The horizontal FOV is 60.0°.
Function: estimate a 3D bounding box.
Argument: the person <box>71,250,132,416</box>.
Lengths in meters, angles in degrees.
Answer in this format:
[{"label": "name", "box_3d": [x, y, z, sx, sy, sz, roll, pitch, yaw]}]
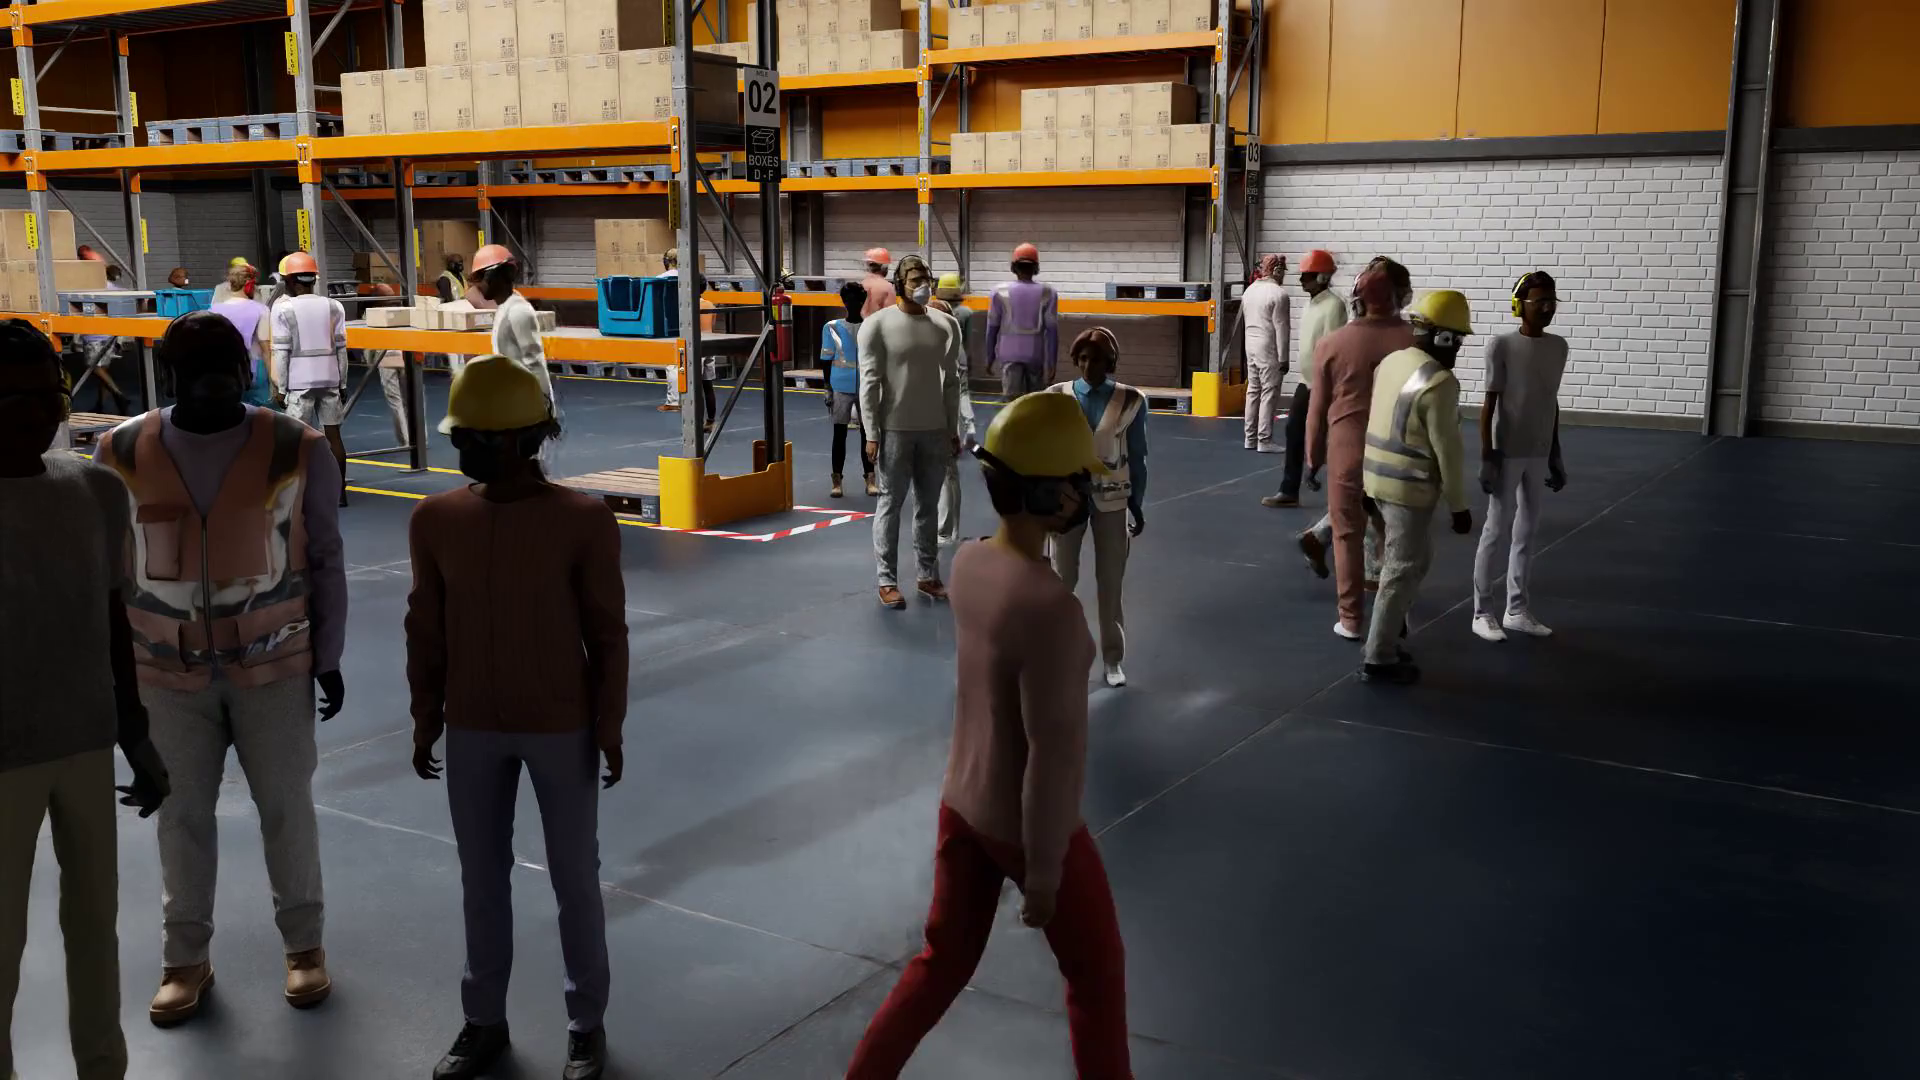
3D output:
[{"label": "person", "box_3d": [-9.686, -2.310, 18.792, 0.849, 1.913, 0.544, 5, 11, 27]}]

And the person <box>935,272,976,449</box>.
[{"label": "person", "box_3d": [-0.073, -1.750, 16.236, 0.490, 1.716, 0.805, -4, 11, -20]}]

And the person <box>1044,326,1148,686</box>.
[{"label": "person", "box_3d": [0.593, -0.147, 7.562, 0.513, 1.639, 0.311, 1, 10, 4]}]

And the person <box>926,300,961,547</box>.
[{"label": "person", "box_3d": [-0.142, -0.766, 11.002, 0.282, 1.633, 0.498, 3, 11, 14]}]

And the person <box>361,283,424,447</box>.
[{"label": "person", "box_3d": [-5.470, -1.667, 16.061, 0.539, 1.605, 0.524, -5, 12, -27]}]

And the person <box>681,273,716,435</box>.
[{"label": "person", "box_3d": [-2.721, -1.927, 17.252, 0.315, 1.700, 0.540, 4, 11, 23]}]

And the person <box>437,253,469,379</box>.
[{"label": "person", "box_3d": [-7.309, -3.247, 24.221, 0.493, 1.829, 0.636, 3, 11, 15]}]

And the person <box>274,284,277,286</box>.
[{"label": "person", "box_3d": [-8.037, -2.504, 20.147, 0.605, 1.824, 0.605, -10, 14, -44]}]

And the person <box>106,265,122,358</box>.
[{"label": "person", "box_3d": [-14.638, -3.935, 28.665, 0.409, 1.596, 0.629, -8, 13, -39]}]

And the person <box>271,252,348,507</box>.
[{"label": "person", "box_3d": [-4.871, -1.184, 12.485, 0.544, 1.936, 0.359, -9, 13, -40]}]

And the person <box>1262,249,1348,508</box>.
[{"label": "person", "box_3d": [2.803, -1.208, 12.556, 0.934, 1.963, 0.610, -3, 11, -17]}]

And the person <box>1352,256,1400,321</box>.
[{"label": "person", "box_3d": [3.994, -1.780, 15.964, 0.521, 1.874, 0.328, 6, 12, 31]}]

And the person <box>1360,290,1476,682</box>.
[{"label": "person", "box_3d": [2.060, -0.225, 7.540, 0.487, 1.802, 0.613, -2, 10, -9]}]

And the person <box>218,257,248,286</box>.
[{"label": "person", "box_3d": [-9.386, -2.770, 21.633, 0.681, 1.814, 0.597, 7, 12, 33]}]

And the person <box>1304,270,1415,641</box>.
[{"label": "person", "box_3d": [2.063, -0.407, 8.350, 0.645, 1.881, 0.459, 0, 10, 2]}]

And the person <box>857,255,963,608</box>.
[{"label": "person", "box_3d": [-0.260, -0.599, 9.234, 0.629, 1.940, 0.372, -6, 12, -30]}]

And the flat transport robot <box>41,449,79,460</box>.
[{"label": "flat transport robot", "box_3d": [-7.646, -0.589, 13.798, 0.652, 0.197, 1.431, -8, 13, -37]}]

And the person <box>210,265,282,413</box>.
[{"label": "person", "box_3d": [-5.564, -1.236, 13.080, 0.599, 1.820, 0.574, 3, 11, 16]}]

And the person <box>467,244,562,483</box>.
[{"label": "person", "box_3d": [-2.707, -0.818, 10.278, 0.593, 1.994, 0.626, -4, 11, -20]}]

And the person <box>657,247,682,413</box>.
[{"label": "person", "box_3d": [-3.346, -2.459, 19.535, 0.358, 1.938, 0.636, 8, 13, 38]}]

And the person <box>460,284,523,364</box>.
[{"label": "person", "box_3d": [-4.131, -1.593, 14.875, 0.395, 1.899, 0.640, 9, 14, 41]}]

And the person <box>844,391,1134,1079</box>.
[{"label": "person", "box_3d": [0.086, 0.553, 3.413, 0.875, 1.729, 0.521, -5, 11, -27]}]

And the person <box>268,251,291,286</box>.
[{"label": "person", "box_3d": [-9.568, -3.179, 23.738, 1.019, 1.861, 0.620, 3, 11, 16]}]

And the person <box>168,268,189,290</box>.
[{"label": "person", "box_3d": [-10.941, -3.000, 23.382, 0.268, 1.630, 0.507, -3, 11, -15]}]

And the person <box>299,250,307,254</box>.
[{"label": "person", "box_3d": [-9.997, -3.497, 25.437, 0.357, 1.885, 0.574, 7, 12, 32]}]

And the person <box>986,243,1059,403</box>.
[{"label": "person", "box_3d": [0.554, -1.626, 14.803, 0.620, 1.990, 1.037, -1, 10, -6]}]

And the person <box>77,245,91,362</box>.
[{"label": "person", "box_3d": [-14.506, -3.932, 27.707, 0.374, 1.935, 0.552, 9, 13, 40]}]

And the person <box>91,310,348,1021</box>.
[{"label": "person", "box_3d": [-1.928, 0.328, 4.359, 0.625, 1.847, 0.429, -3, 11, -16]}]

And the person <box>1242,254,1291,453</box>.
[{"label": "person", "box_3d": [2.955, -1.774, 15.883, 0.400, 1.894, 0.652, -4, 11, -23]}]

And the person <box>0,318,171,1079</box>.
[{"label": "person", "box_3d": [-1.955, 0.465, 3.541, 0.310, 1.864, 0.533, 7, 12, 33]}]

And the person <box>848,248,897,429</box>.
[{"label": "person", "box_3d": [-0.897, -2.171, 17.944, 0.638, 1.941, 1.020, 8, 13, 37]}]

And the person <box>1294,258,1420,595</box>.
[{"label": "person", "box_3d": [2.301, -0.628, 9.436, 0.615, 1.927, 0.643, 2, 10, 9]}]

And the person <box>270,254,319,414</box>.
[{"label": "person", "box_3d": [-5.132, -1.248, 12.900, 0.397, 1.919, 0.589, -5, 11, -24]}]

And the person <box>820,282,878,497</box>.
[{"label": "person", "box_3d": [-0.834, -1.181, 13.132, 0.532, 1.697, 0.318, -2, 10, -11]}]

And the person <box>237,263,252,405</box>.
[{"label": "person", "box_3d": [-8.092, -2.262, 18.929, 0.315, 1.769, 0.525, 10, 14, 43]}]

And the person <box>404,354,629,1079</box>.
[{"label": "person", "box_3d": [-1.049, 0.444, 3.936, 0.533, 1.765, 0.322, 1, 10, 5]}]

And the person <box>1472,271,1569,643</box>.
[{"label": "person", "box_3d": [2.860, -0.420, 8.435, 0.513, 1.871, 0.329, -4, 11, -21]}]
